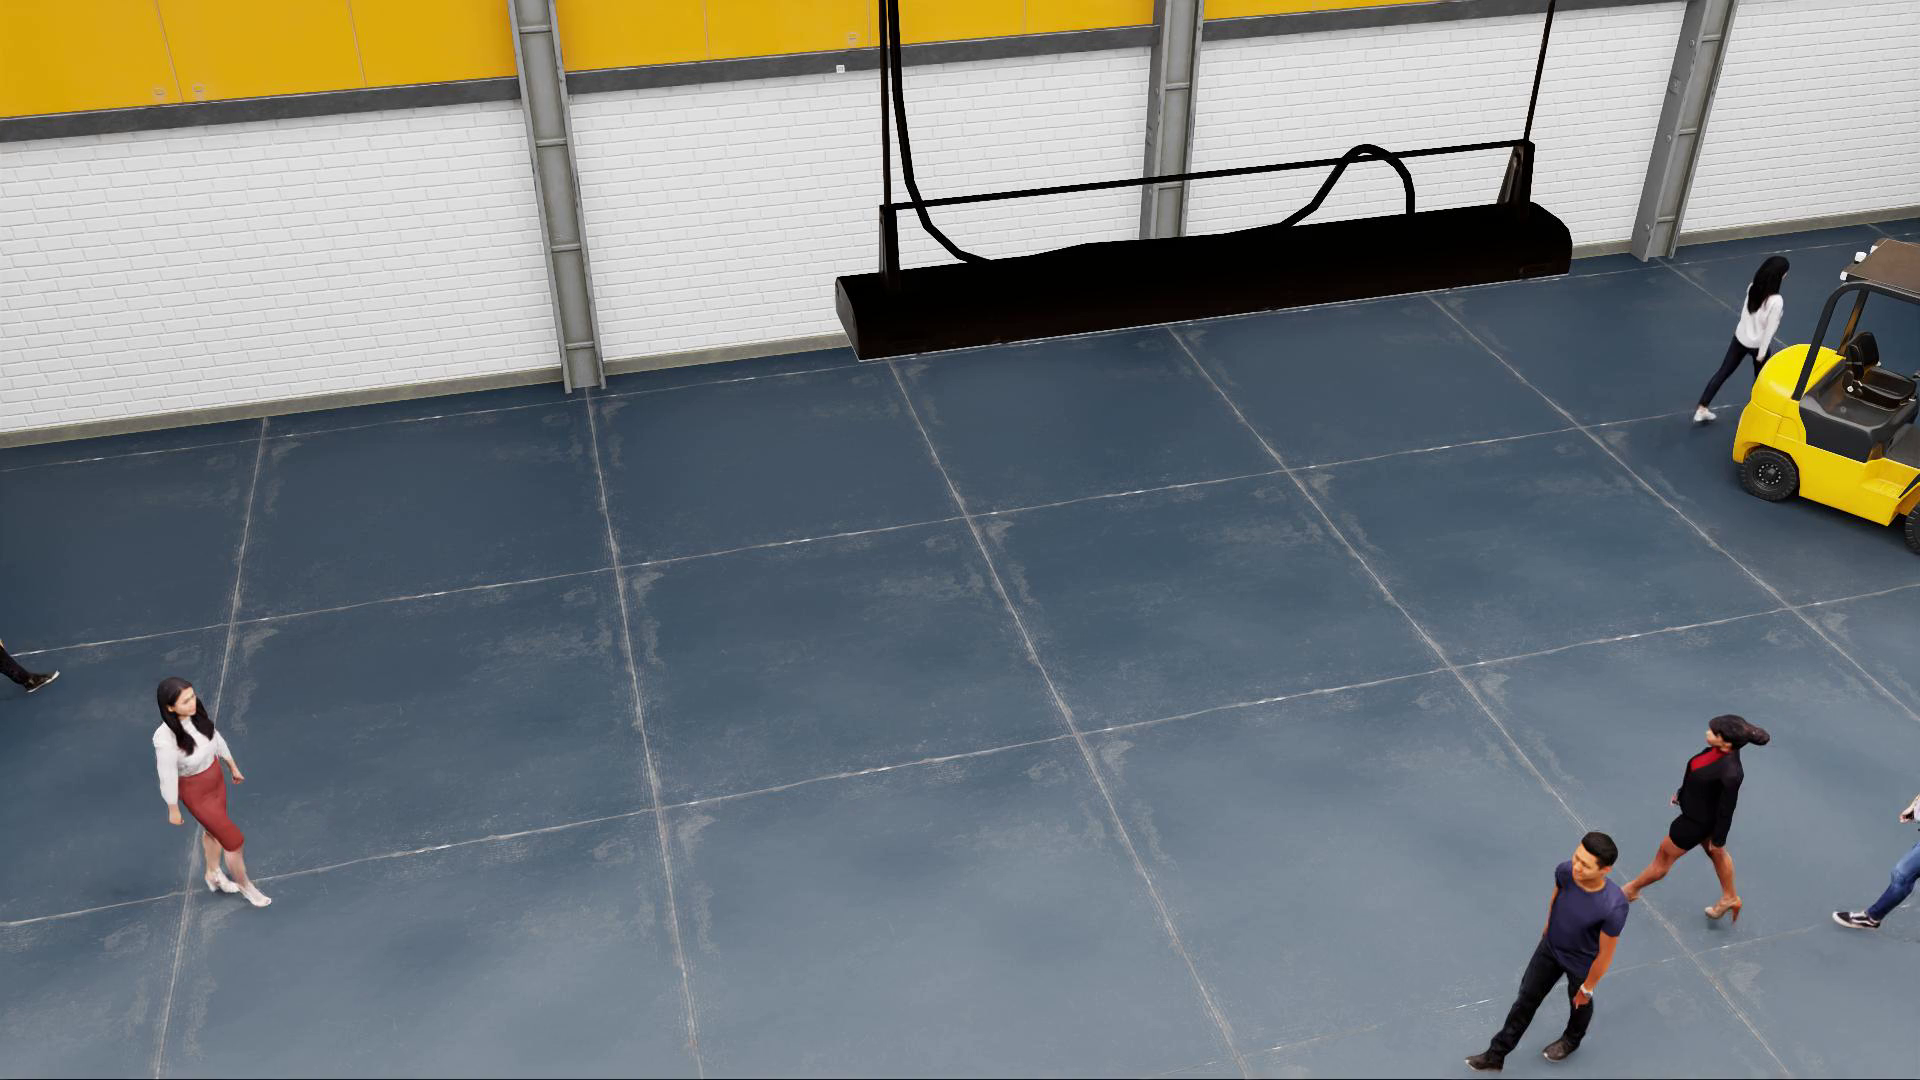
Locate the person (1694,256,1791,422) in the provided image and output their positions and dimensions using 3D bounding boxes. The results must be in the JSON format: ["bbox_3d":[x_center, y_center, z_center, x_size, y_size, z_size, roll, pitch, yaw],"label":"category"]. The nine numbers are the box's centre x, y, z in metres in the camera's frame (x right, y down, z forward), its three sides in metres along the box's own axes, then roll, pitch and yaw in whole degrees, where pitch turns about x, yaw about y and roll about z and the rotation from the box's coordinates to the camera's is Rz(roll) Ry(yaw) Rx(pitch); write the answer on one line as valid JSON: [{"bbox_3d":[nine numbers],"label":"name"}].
[{"bbox_3d":[7.183,-1.790,15.285,1.151,1.651,0.705,-11,35,-17],"label":"person"}]

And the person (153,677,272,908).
[{"bbox_3d":[-4.702,1.549,10.188,0.840,1.732,0.781,5,34,8],"label":"person"}]

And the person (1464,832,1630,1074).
[{"bbox_3d":[3.429,2.249,9.109,1.074,1.760,0.817,-16,37,-22],"label":"person"}]

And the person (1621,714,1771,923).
[{"bbox_3d":[4.564,1.727,10.053,1.109,1.584,0.945,11,35,16],"label":"person"}]
